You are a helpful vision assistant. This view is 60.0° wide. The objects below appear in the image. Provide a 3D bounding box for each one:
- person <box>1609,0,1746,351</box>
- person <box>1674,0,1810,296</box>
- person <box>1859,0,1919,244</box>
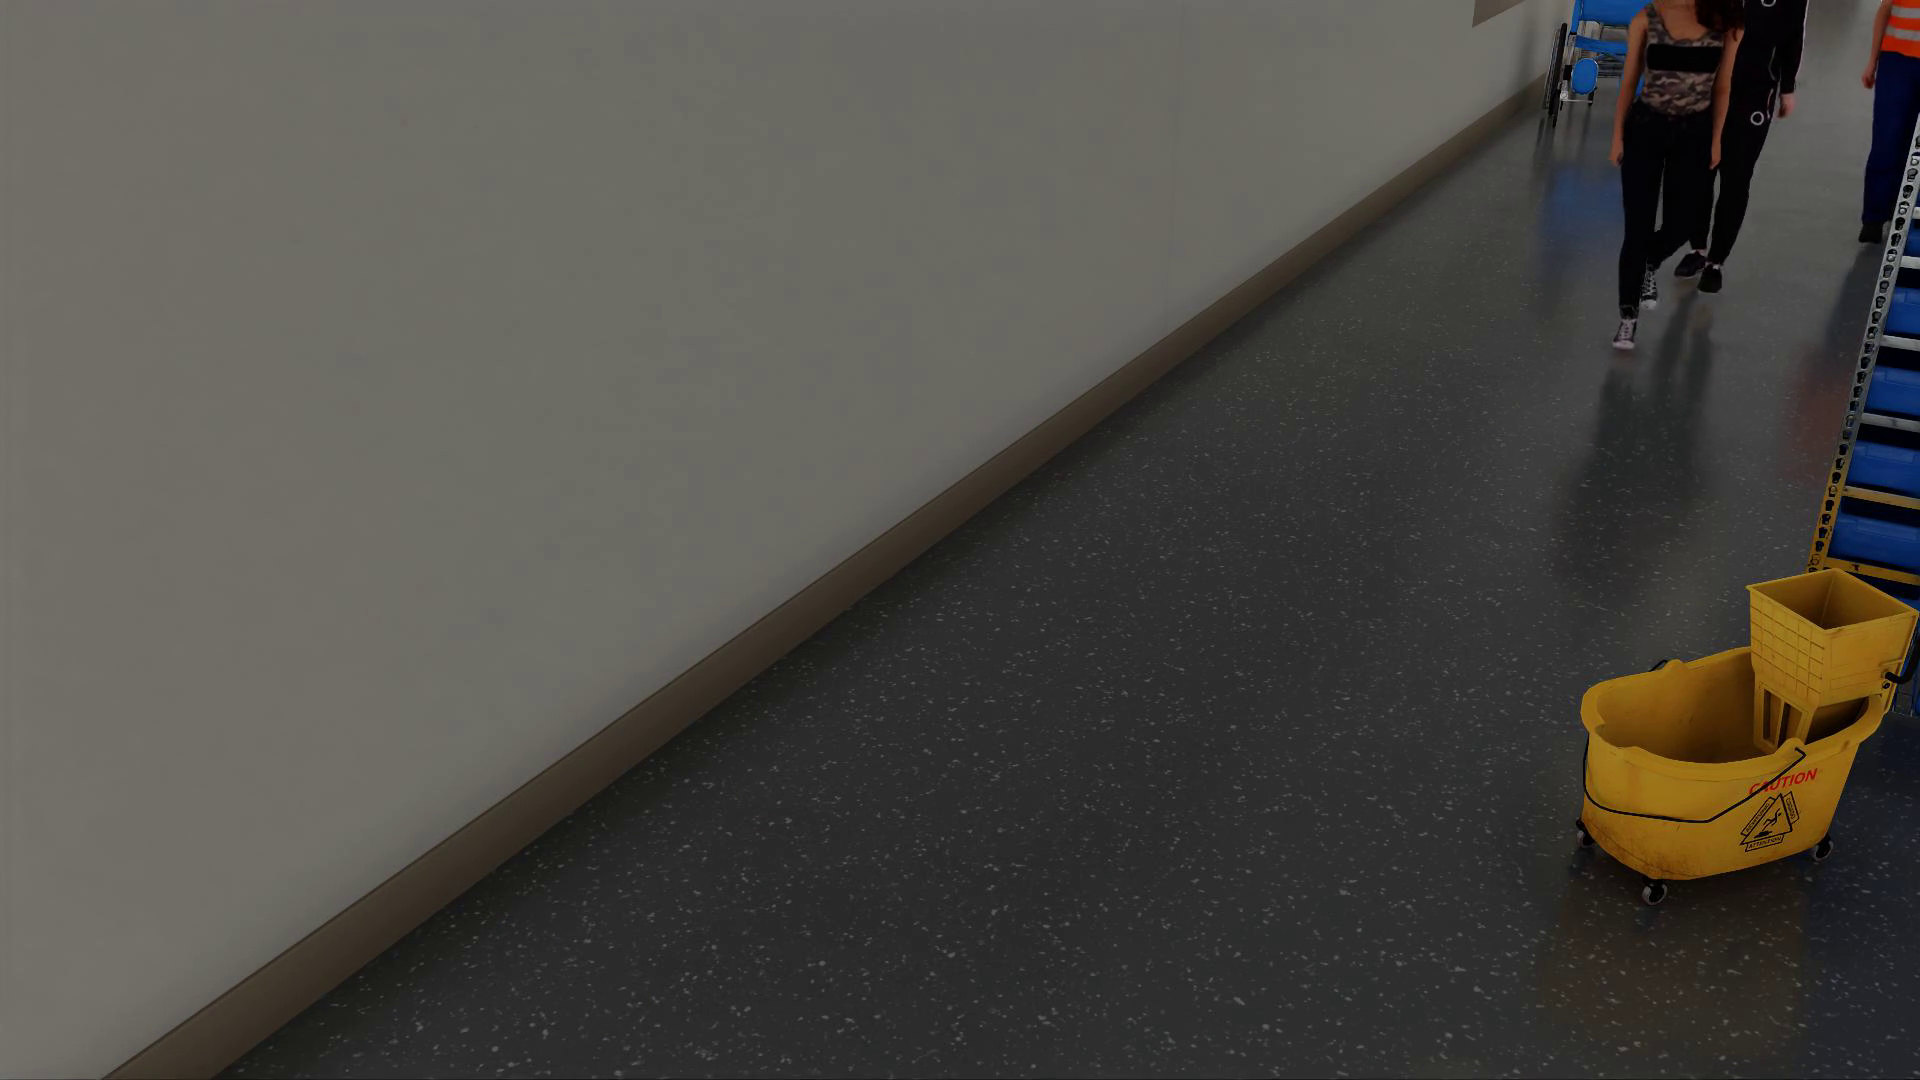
[{"bbox_3d":[3.044,-1.712,7.191,0.786,1.754,0.758,8,27,17],"label":"person"},{"bbox_3d":[3.720,-2.121,7.976,0.826,1.810,0.825,18,31,33],"label":"person"},{"bbox_3d":[5.087,-2.539,8.800,1.116,1.847,0.783,13,29,25],"label":"person"}]
